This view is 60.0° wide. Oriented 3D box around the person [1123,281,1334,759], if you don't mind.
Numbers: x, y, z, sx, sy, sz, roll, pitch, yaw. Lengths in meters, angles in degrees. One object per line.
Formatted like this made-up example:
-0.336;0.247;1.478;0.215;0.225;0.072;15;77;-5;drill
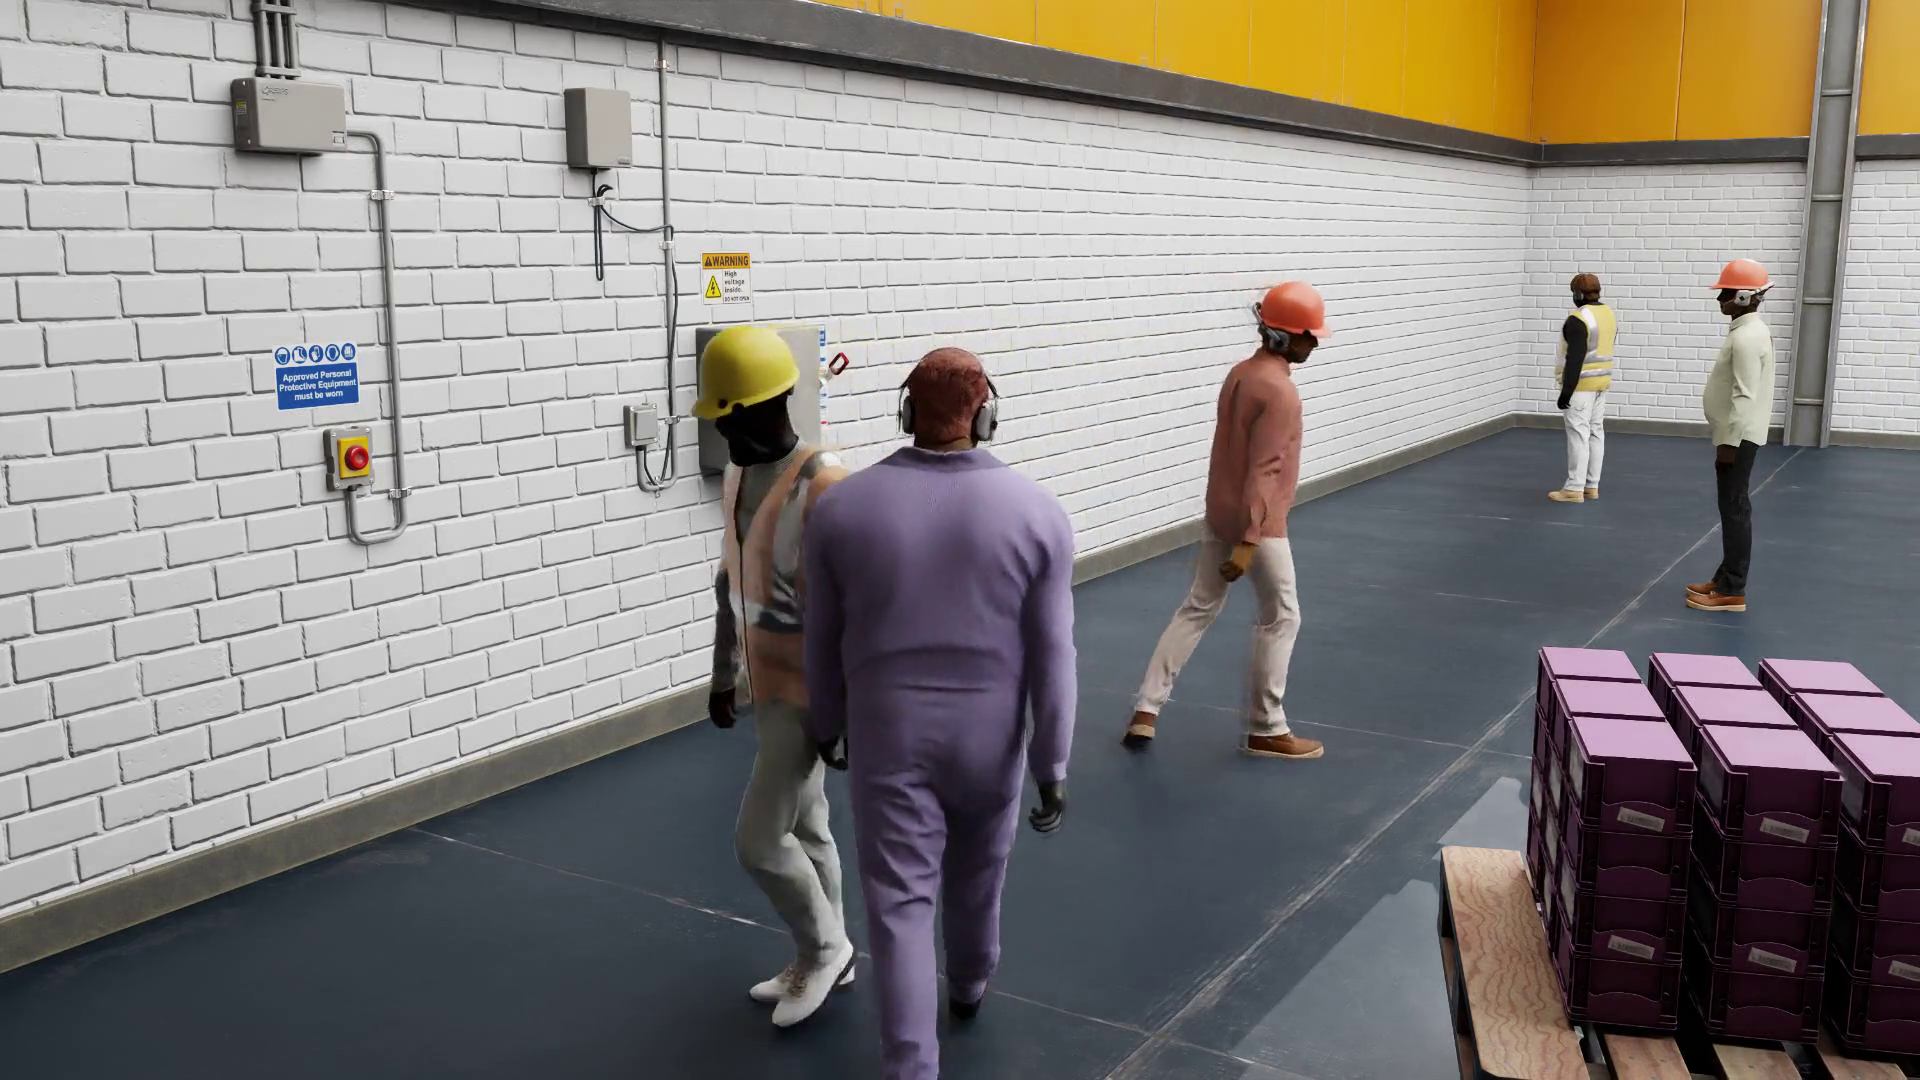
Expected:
1.064;-0.060;6.707;0.770;1.951;0.660;-3;11;-15;person

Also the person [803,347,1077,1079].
-0.053;0.459;4.060;0.655;1.841;1.044;0;10;-1;person

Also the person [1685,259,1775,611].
4.405;-0.592;9.476;0.379;1.995;0.612;5;11;25;person

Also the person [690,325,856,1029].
-0.440;0.385;4.357;0.534;1.884;0.717;-6;12;-32;person

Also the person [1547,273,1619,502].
5.009;-1.222;13.407;0.619;1.839;0.430;-9;14;-41;person
